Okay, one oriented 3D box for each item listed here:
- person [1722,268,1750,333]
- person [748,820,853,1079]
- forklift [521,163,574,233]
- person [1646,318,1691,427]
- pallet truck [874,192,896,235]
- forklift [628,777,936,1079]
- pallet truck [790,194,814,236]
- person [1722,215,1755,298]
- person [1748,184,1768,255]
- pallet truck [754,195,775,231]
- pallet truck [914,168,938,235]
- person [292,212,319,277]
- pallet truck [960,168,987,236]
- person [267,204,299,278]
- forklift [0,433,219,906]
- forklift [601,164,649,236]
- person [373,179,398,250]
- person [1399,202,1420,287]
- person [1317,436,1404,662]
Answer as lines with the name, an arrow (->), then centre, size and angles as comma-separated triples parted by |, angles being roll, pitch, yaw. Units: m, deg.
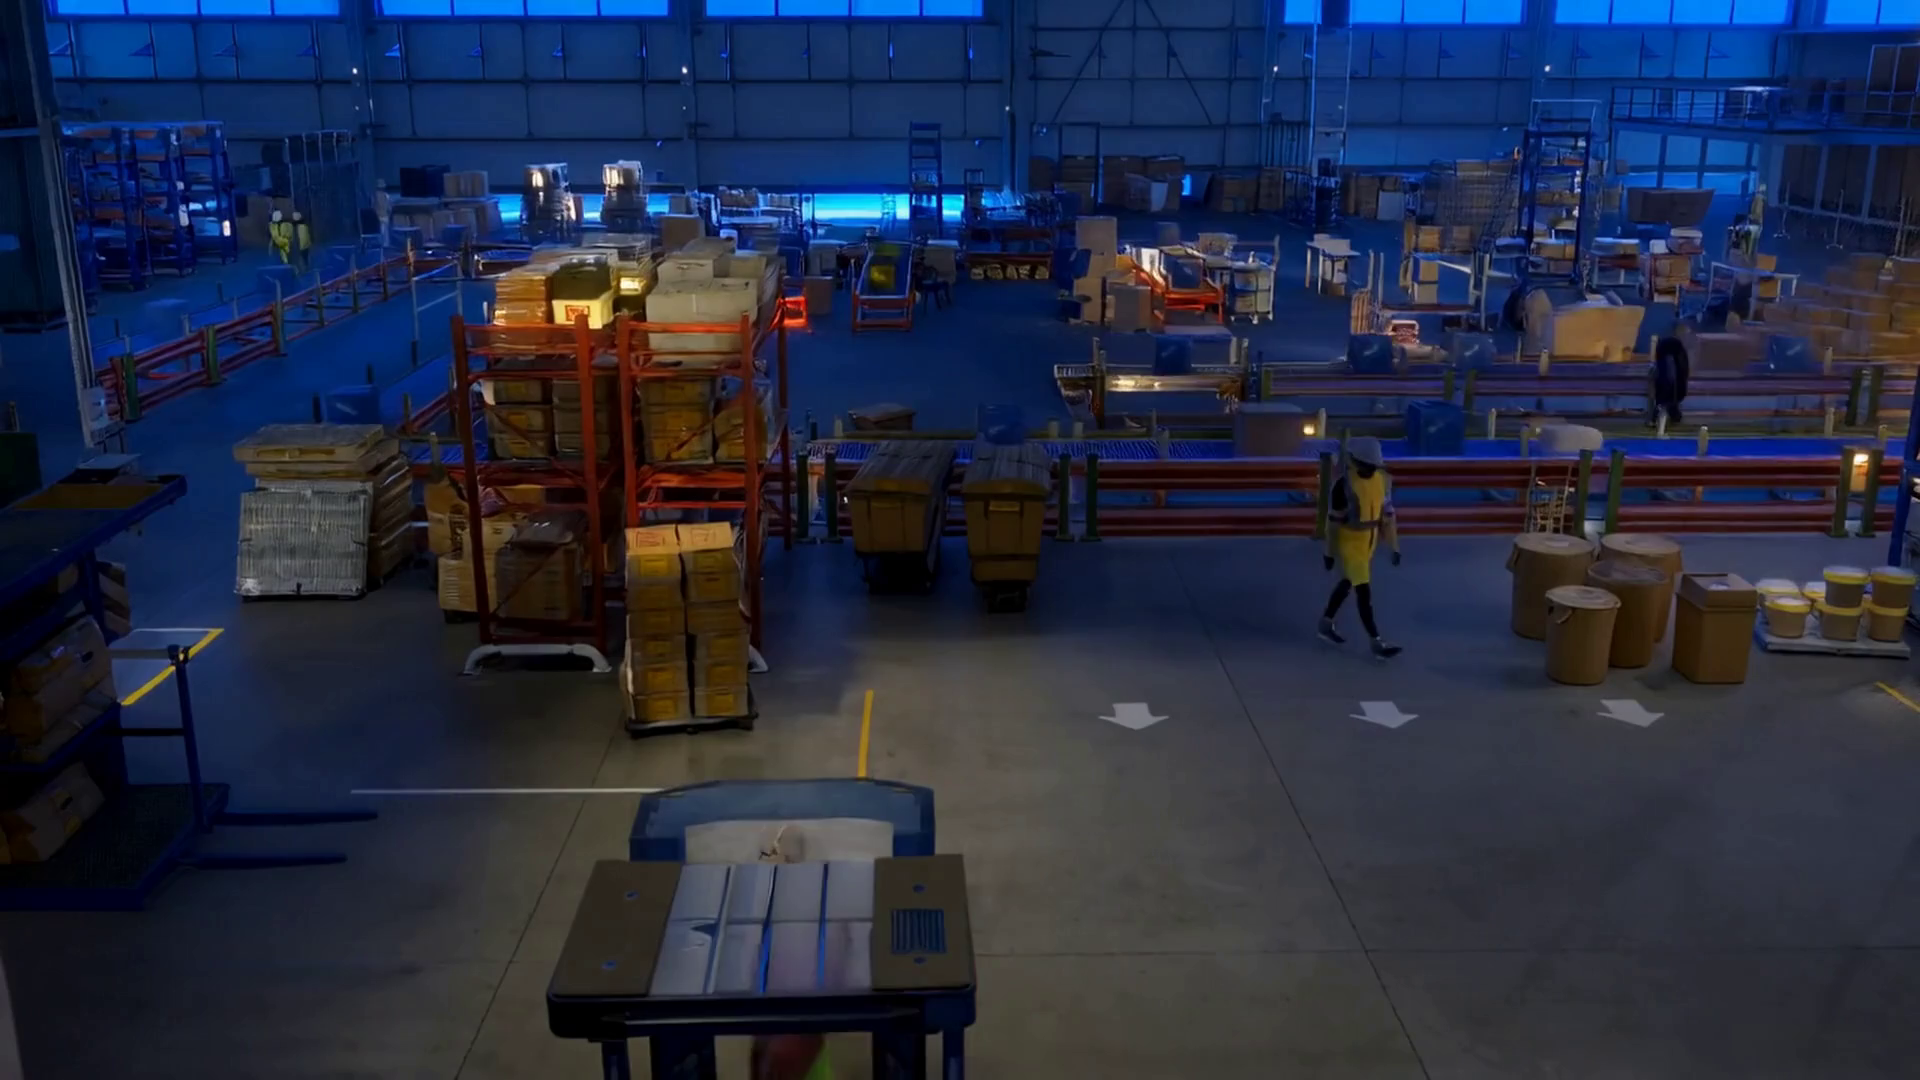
person -> 13.608, -3.966, 29.150 | 0.877, 1.582, 0.517 | -1, 16, -2
person -> -0.741, 2.122, 7.444 | 0.427, 1.895, 0.667 | 9, 18, 28
forklift -> -12.233, -10.122, 49.298 | 1.157, 1.987, 2.680 | 0, 16, -1
person -> 9.358, -1.951, 21.667 | 0.976, 1.861, 0.657 | 2, 16, 6
pallet truck -> -2.277, -9.986, 50.594 | 0.653, 1.274, 1.630 | 0, 16, -1
forklift -> -0.542, 2.165, 5.552 | 1.129, 2.768, 1.873 | -1, 16, -2
pallet truck -> -4.814, -9.883, 50.259 | 0.704, 1.261, 1.522 | -1, 16, -3
person -> 17.109, -6.225, 36.604 | 0.594, 1.826, 0.404 | 14, 21, 41
person -> 20.889, -8.333, 43.627 | 0.392, 1.990, 0.611 | 10, 19, 32
pallet truck -> -6.051, -9.967, 50.660 | 0.680, 1.201, 1.601 | 0, 16, -1
pallet truck -> -0.989, -10.316, 50.507 | 0.823, 1.965, 1.885 | 1, 16, 3
person -> -15.172, -6.760, 38.625 | 0.785, 1.723, 0.525 | -13, 21, -39
pallet truck -> 0.383, -10.230, 50.206 | 0.823, 1.965, 1.885 | -1, 16, -3
person -> -15.248, -6.521, 37.307 | 0.615, 1.994, 0.921 | 8, 18, 25
forklift -> -5.952, 0.780, 10.366 | 1.873, 2.768, 1.129 | 0, 16, -1
forklift -> -9.948, -10.127, 49.296 | 1.157, 1.987, 2.680 | -1, 16, -3
person -> -15.839, -8.945, 45.801 | 0.646, 1.965, 0.455 | 11, 19, 34
person -> 10.457, -6.863, 38.628 | 0.374, 1.928, 0.542 | -4, 16, -13
person -> 3.515, 0.060, 14.470 | 0.602, 1.970, 1.059 | -10, 19, -30
